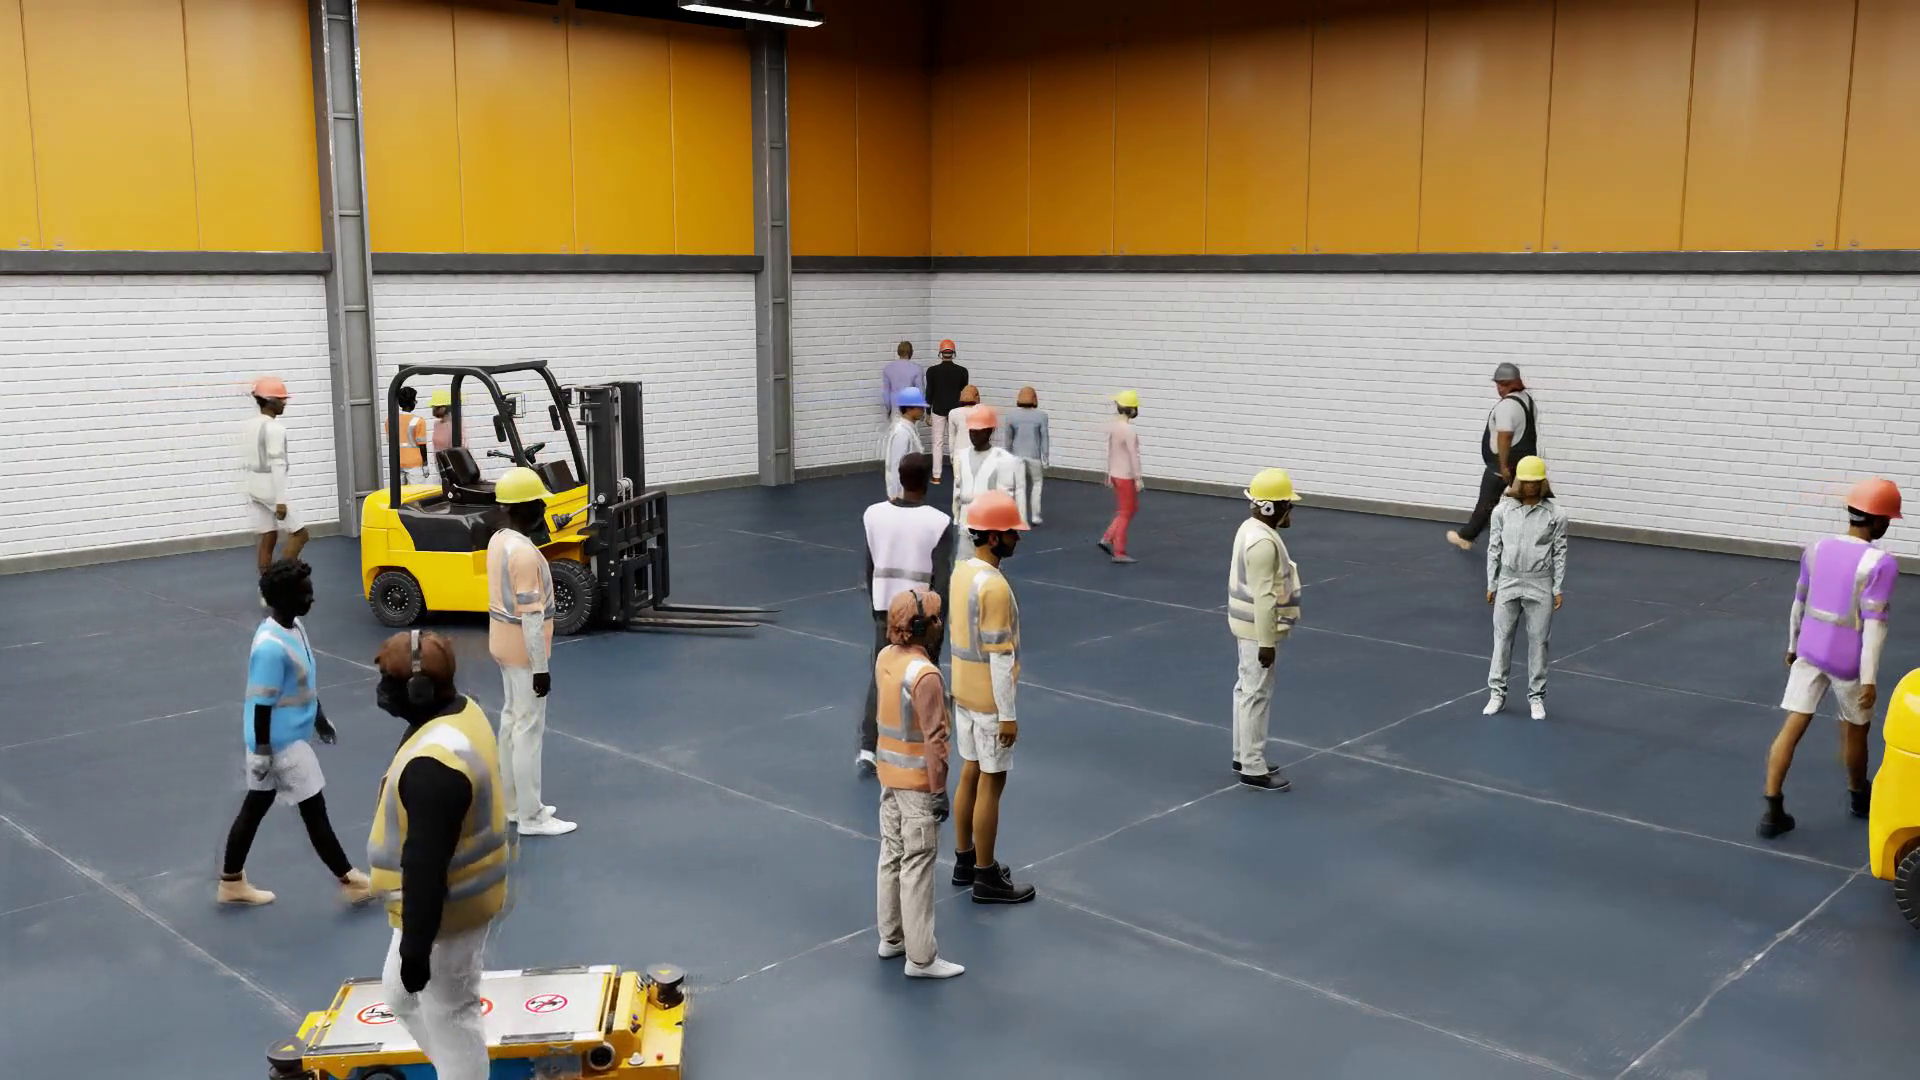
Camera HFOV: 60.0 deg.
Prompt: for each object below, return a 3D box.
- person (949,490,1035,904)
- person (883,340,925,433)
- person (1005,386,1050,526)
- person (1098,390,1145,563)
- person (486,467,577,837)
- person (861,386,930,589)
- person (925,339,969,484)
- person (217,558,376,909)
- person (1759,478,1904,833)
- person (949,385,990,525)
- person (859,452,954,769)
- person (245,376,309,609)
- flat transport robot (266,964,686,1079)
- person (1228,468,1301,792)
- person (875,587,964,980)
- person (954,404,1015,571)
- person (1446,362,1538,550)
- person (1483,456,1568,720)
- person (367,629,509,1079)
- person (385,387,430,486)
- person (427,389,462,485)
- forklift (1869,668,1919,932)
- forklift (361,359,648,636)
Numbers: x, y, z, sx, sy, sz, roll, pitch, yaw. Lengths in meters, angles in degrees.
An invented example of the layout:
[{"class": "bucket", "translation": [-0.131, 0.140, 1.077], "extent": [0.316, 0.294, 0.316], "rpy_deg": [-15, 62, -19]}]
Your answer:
[{"class": "person", "translation": [0.147, 0.725, 7.781], "extent": [0.357, 1.936, 0.551], "rpy_deg": [-3, 10, -20]}, {"class": "person", "translation": [-0.788, -1.857, 23.612], "extent": [0.630, 1.938, 0.369], "rpy_deg": [4, 10, 23]}, {"class": "person", "translation": [0.784, -0.950, 19.013], "extent": [0.529, 1.607, 0.645], "rpy_deg": [2, 9, 12]}, {"class": "person", "translation": [1.676, -0.625, 16.622], "extent": [0.368, 1.752, 0.533], "rpy_deg": [-2, 9, -12]}, {"class": "person", "translation": [-2.269, 0.580, 8.695], "extent": [0.358, 1.930, 0.585], "rpy_deg": [-5, 11, -30]}, {"class": "person", "translation": [-0.460, -0.449, 15.118], "extent": [0.994, 1.895, 0.630], "rpy_deg": [0, 9, 3]}, {"class": "person", "translation": [-0.174, -1.755, 22.842], "extent": [0.617, 1.990, 0.402], "rpy_deg": [-1, 9, -9]}, {"class": "person", "translation": [-3.048, 0.894, 7.625], "extent": [0.858, 1.644, 0.540], "rpy_deg": [-3, 10, -16]}, {"class": "person", "translation": [4.599, 0.604, 8.728], "extent": [1.002, 1.870, 0.675], "rpy_deg": [-4, 10, -24]}, {"class": "person", "translation": [0.102, -0.972, 19.149], "extent": [0.494, 1.624, 0.282], "rpy_deg": [3, 10, 17]}, {"class": "person", "translation": [-0.332, 0.411, 9.927], "extent": [0.610, 1.878, 0.997], "rpy_deg": [3, 10, 19]}, {"class": "person", "translation": [-5.938, -0.406, 14.435], "extent": [0.631, 2.024, 0.470], "rpy_deg": [9, 13, 43]}, {"class": "flat transport robot", "translation": [-1.753, 1.820, 6.166], "extent": [1.431, 0.197, 0.652], "rpy_deg": [-1, 9, -7]}, {"class": "person", "translation": [1.733, 0.500, 9.482], "extent": [0.404, 1.832, 0.592], "rpy_deg": [1, 9, 3]}, {"class": "person", "translation": [-0.194, 1.009, 6.950], "extent": [0.306, 1.640, 0.521], "rpy_deg": [-5, 10, -27]}, {"class": "person", "translation": [0.203, -0.112, 12.970], "extent": [0.546, 1.922, 0.570], "rpy_deg": [6, 11, 31]}, {"class": "person", "translation": [5.608, -0.872, 17.258], "extent": [0.695, 2.000, 1.004], "rpy_deg": [-8, 12, -40]}, {"class": "person", "translation": [3.705, 0.312, 10.913], "extent": [0.494, 1.742, 0.308], "rpy_deg": [4, 10, 23]}, {"class": "person", "translation": [-1.673, 1.179, 5.331], "extent": [0.450, 1.828, 0.656], "rpy_deg": [-2, 9, -12]}, {"class": "person", "translation": [-5.952, -0.807, 17.942], "extent": [0.532, 1.690, 0.322], "rpy_deg": [4, 10, 21]}, {"class": "person", "translation": [-5.157, -0.650, 16.755], "extent": [0.397, 1.751, 0.553], "rpy_deg": [-8, 12, -41]}, {"class": "forklift", "translation": [5.205, 0.723, 7.013], "extent": [2.313, 2.155, 1.214], "rpy_deg": [9, 13, 43]}, {"class": "forklift", "translation": [-3.850, -0.407, 13.936], "extent": [2.313, 2.155, 1.214], "rpy_deg": [2, 9, 11]}]
